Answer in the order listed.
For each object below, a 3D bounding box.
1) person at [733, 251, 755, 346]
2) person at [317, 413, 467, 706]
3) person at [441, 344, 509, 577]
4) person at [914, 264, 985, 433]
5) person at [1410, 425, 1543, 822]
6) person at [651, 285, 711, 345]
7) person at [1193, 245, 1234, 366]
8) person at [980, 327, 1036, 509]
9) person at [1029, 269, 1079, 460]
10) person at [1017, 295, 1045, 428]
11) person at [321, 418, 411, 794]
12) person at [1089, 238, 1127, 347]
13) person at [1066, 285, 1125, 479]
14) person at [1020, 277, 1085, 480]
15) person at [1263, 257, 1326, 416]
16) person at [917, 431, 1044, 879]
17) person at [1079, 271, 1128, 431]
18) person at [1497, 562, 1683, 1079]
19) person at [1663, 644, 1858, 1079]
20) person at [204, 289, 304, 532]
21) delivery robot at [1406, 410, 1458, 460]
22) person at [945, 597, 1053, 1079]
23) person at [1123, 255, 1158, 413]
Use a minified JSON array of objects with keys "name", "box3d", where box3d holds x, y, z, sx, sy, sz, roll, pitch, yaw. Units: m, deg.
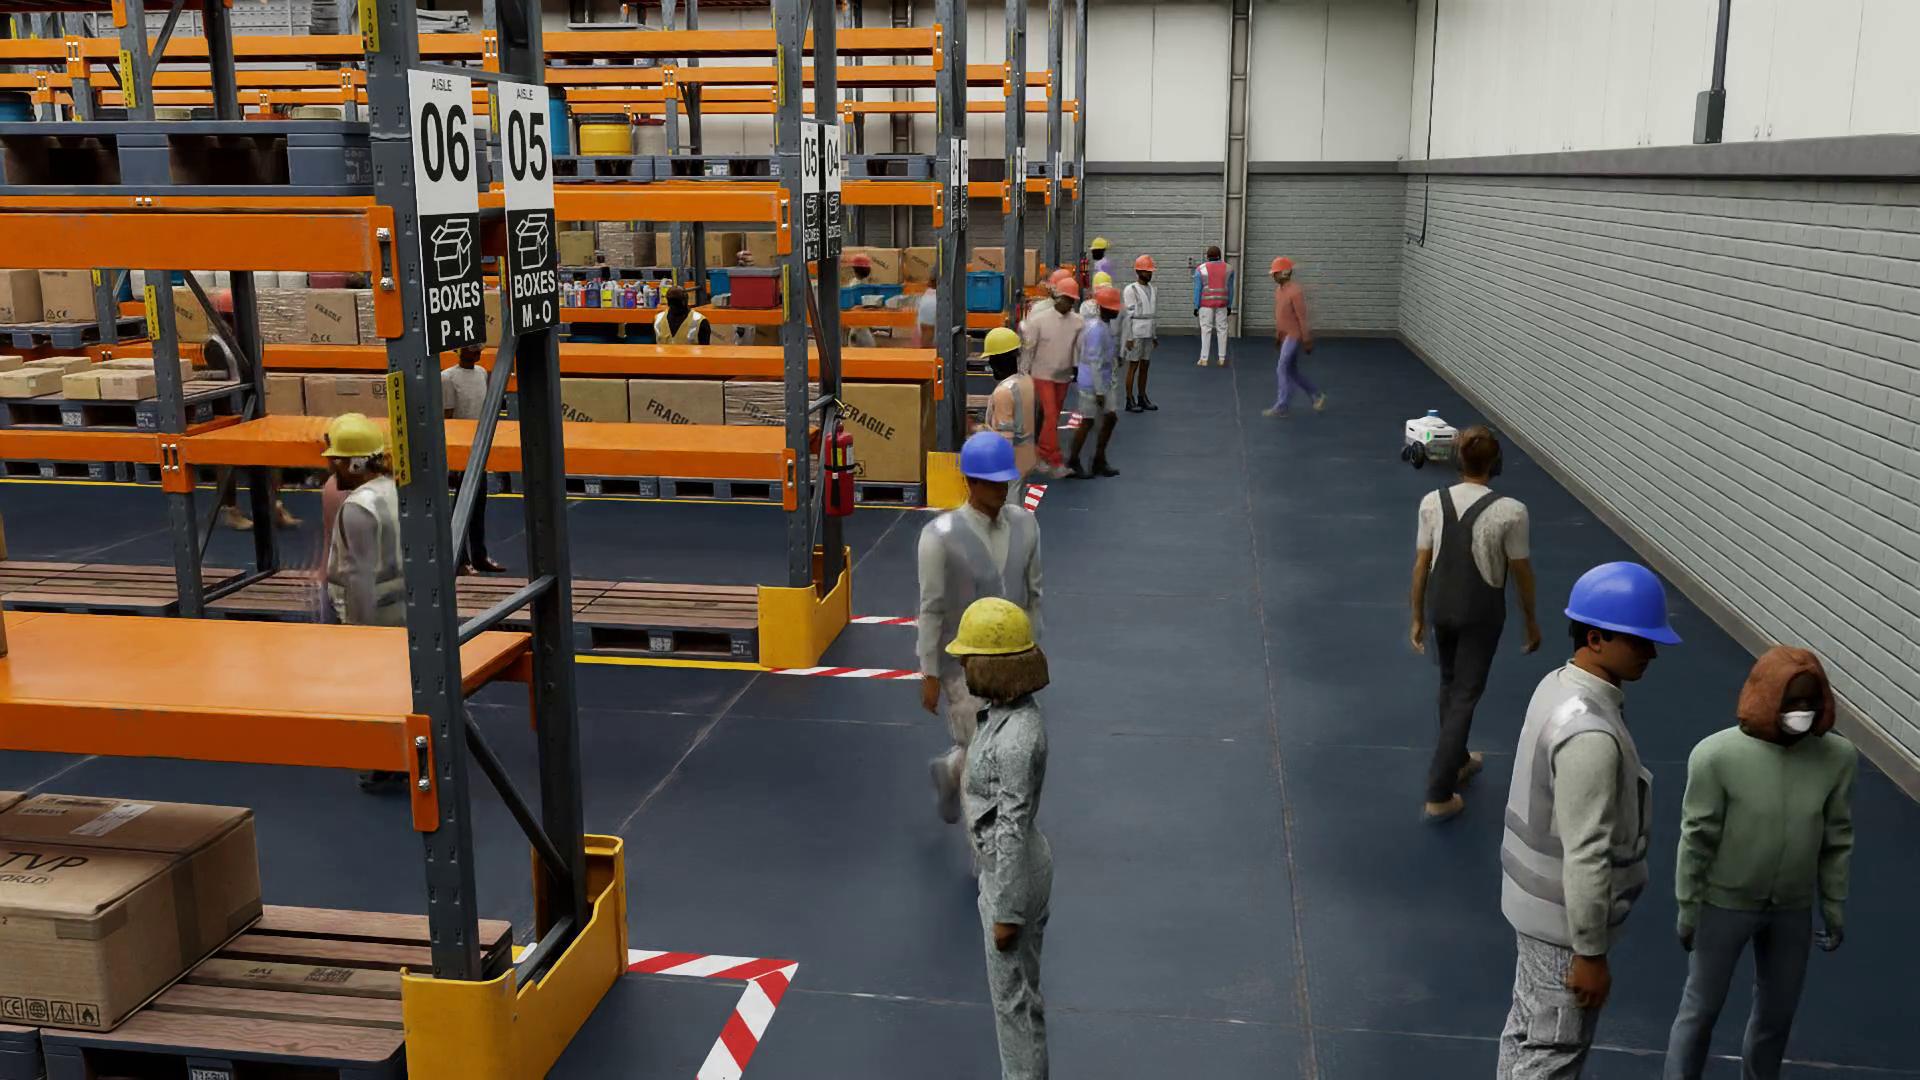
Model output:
[{"name":"person","box3d":[-2.882,-2.936,22.431,0.406,1.906,0.654,1,13,5]},{"name":"person","box3d":[-3.073,0.201,8.682,0.893,1.724,0.551,-2,13,-7]},{"name":"person","box3d":[-3.566,-0.647,12.181,0.328,1.873,0.518,4,13,19]},{"name":"person","box3d":[-0.214,-2.145,18.554,1.026,2.000,0.695,-1,13,-3]},{"name":"person","box3d":[2.426,0.366,7.758,0.528,1.807,0.879,12,17,43]},{"name":"person","box3d":[-2.815,-1.631,16.702,0.622,1.838,0.429,2,13,10]},{"name":"person","box3d":[3.884,-3.591,25.550,0.621,1.840,0.430,-2,13,-7]},{"name":"person","box3d":[0.320,-0.489,11.358,0.374,1.920,0.585,4,13,16]},{"name":"person","box3d":[1.026,-1.800,17.178,0.629,1.954,0.820,-12,17,-43]},{"name":"person","box3d":[0.852,-1.875,18.272,0.525,1.631,0.320,7,14,28]},{"name":"person","box3d":[-2.797,0.324,7.910,0.431,1.818,0.629,0,12,2]},{"name":"person","box3d":[2.346,-4.037,27.448,0.987,1.885,0.600,-1,13,-5]},{"name":"person","box3d":[1.298,-1.504,15.994,0.651,1.887,0.558,5,13,22]},{"name":"person","box3d":[0.957,-1.567,16.137,0.626,1.942,0.948,-7,14,-28]},{"name":"person","box3d":[4.128,-2.474,20.262,0.797,1.950,0.620,-1,13,-5]},{"name":"person","box3d":[0.053,0.469,7.032,0.616,1.923,0.771,-9,15,-34]},{"name":"person","box3d":[1.629,-2.171,19.169,0.595,1.828,0.403,-4,13,-16]},{"name":"person","box3d":[1.683,1.006,4.556,0.402,1.943,0.605,3,13,13]},{"name":"person","box3d":[2.354,1.088,4.914,0.499,1.624,0.288,-1,13,-3]},{"name":"person","box3d":[-5.783,-1.041,13.607,0.823,2.014,0.644,5,13,20]},{"name":"delivery robot","box3d":[4.796,-1.078,16.909,0.477,0.478,0.707,0,13,-2]},{"name":"person","box3d":[0.116,1.016,4.986,0.320,1.736,0.486,0,12,-1]},{"name":"person","box3d":[2.266,-2.553,20.631,0.548,1.938,0.358,-12,17,-43]}]
